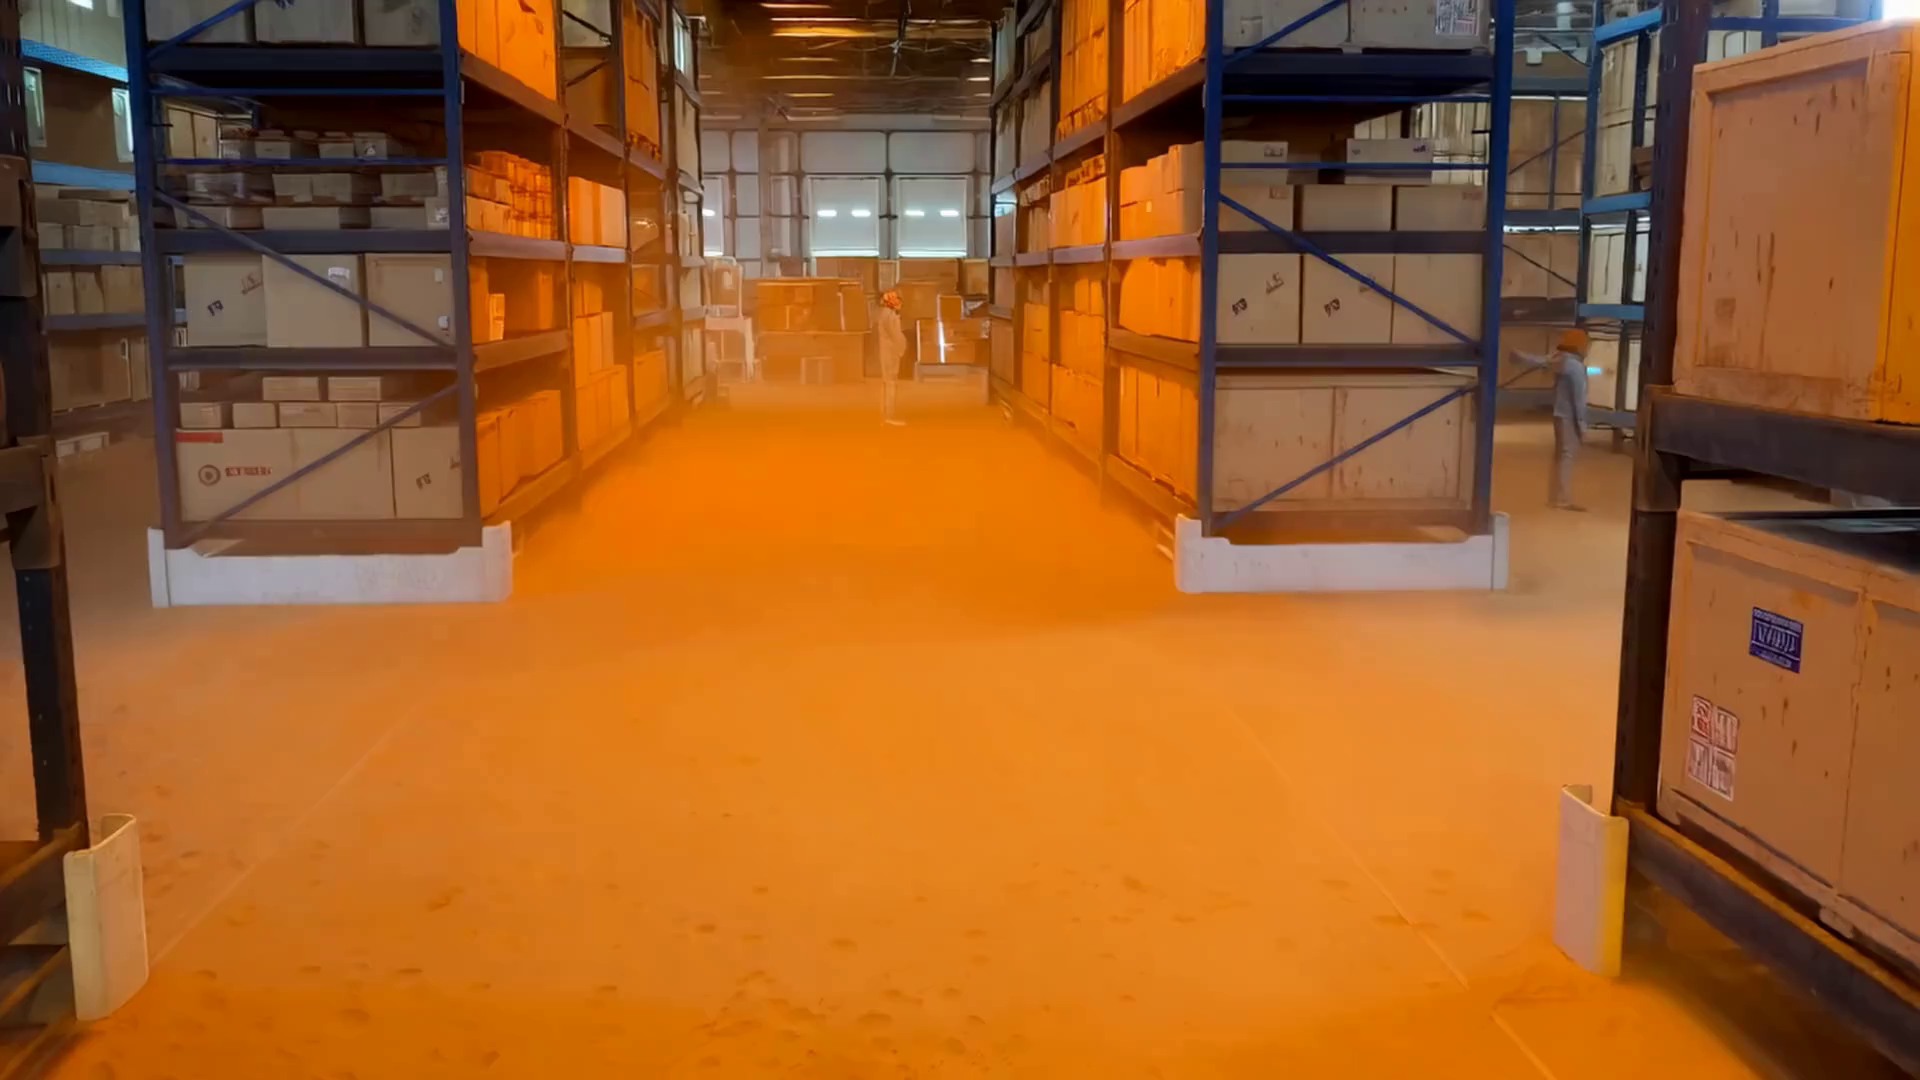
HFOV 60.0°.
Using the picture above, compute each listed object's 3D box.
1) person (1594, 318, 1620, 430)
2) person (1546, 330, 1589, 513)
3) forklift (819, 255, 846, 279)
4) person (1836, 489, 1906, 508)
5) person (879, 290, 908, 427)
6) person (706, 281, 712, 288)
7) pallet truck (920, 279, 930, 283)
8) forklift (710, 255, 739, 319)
[{"bbox_3d":[8.917,-2.322,22.798,0.310,1.638,0.522,-1,9,-4],"label":"person"},{"bbox_3d":[5.462,-1.062,14.899,0.266,1.631,0.507,-1,9,-4],"label":"person"},{"bbox_3d":[-4.499,-8.691,58.903,1.129,2.768,1.873,-5,11,-30],"label":"forklift"},{"bbox_3d":[5.065,-0.275,9.293,0.372,1.843,0.570,-1,9,-4],"label":"person"},{"bbox_3d":[-0.933,-2.549,23.387,0.403,1.906,0.651,-1,9,-4],"label":"person"},{"bbox_3d":[-9.426,-8.731,62.266,0.337,1.883,0.584,-1,9,-4],"label":"person"},{"bbox_3d":[-0.932,-8.922,63.114,1.885,1.965,0.823,2,9,13],"label":"pallet truck"},{"bbox_3d":[-8.368,-8.713,59.038,1.129,2.768,1.873,-1,9,-4],"label":"forklift"}]
